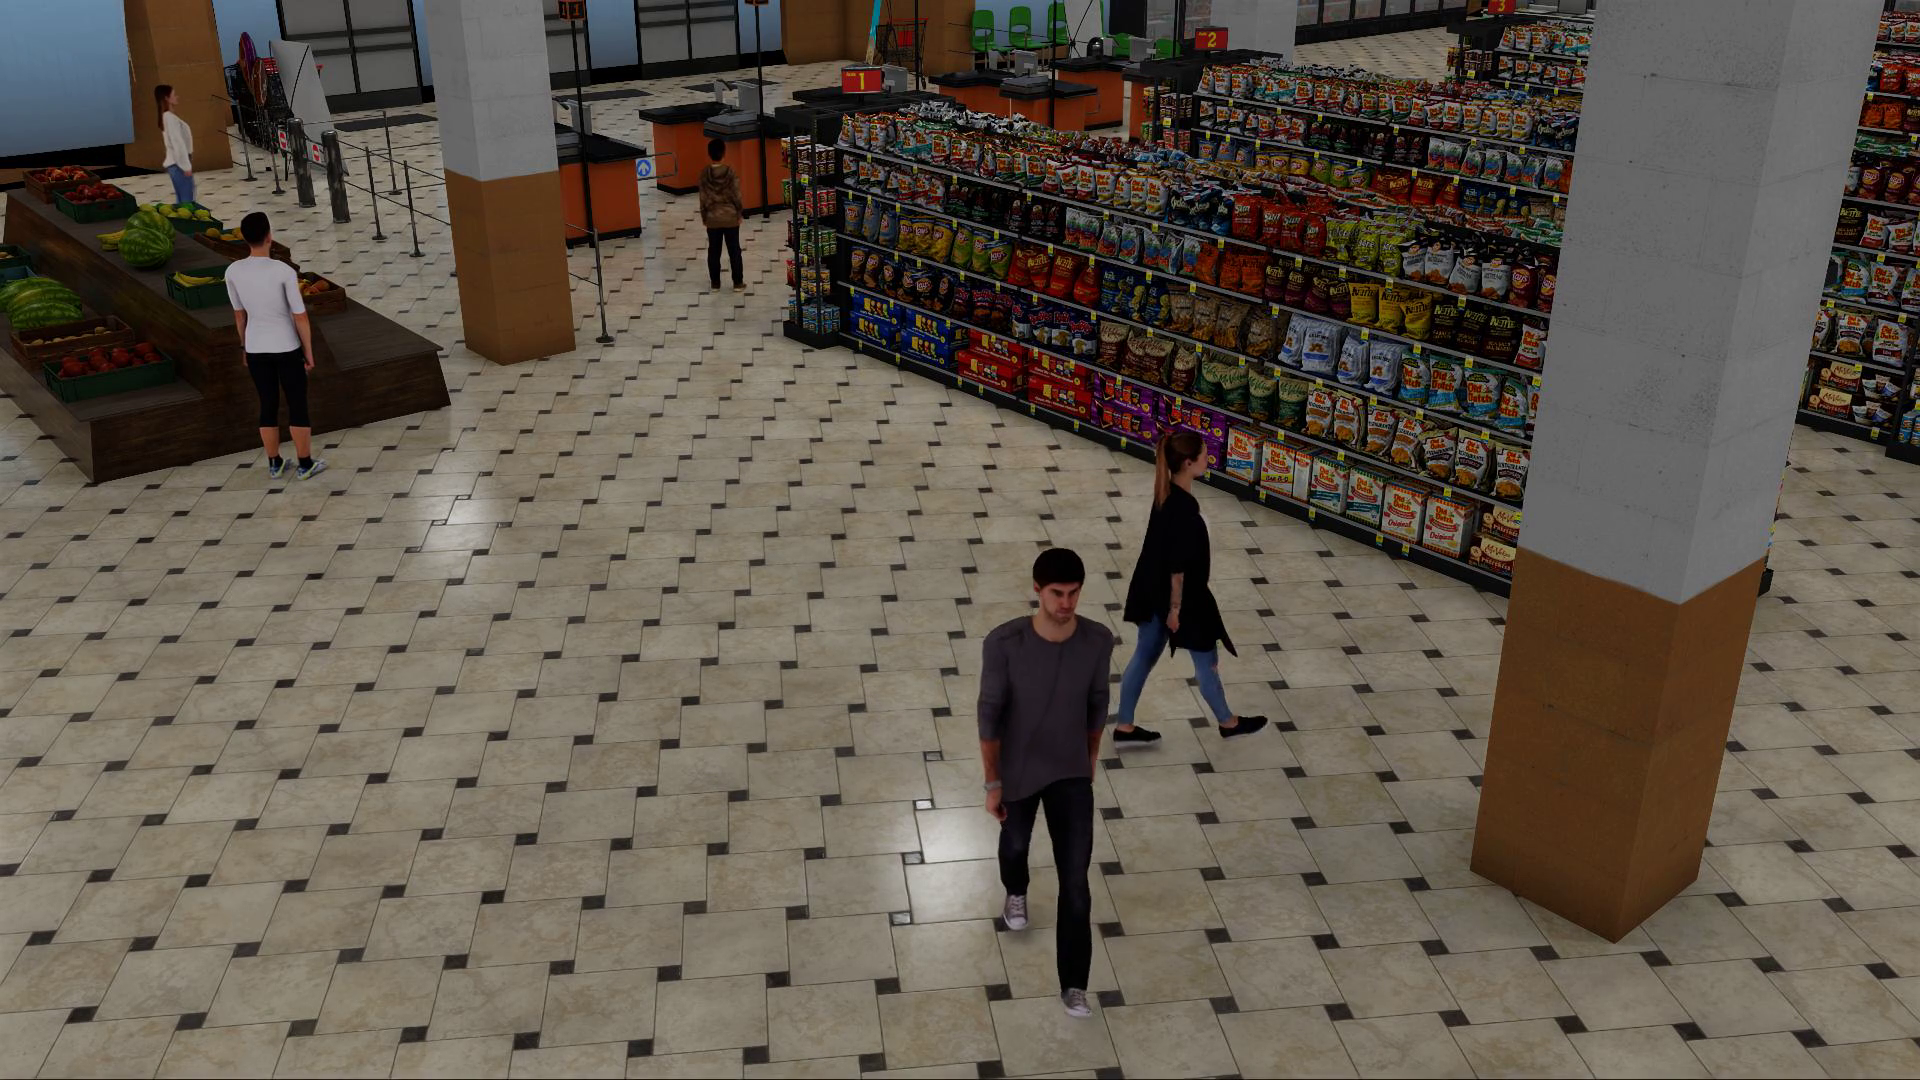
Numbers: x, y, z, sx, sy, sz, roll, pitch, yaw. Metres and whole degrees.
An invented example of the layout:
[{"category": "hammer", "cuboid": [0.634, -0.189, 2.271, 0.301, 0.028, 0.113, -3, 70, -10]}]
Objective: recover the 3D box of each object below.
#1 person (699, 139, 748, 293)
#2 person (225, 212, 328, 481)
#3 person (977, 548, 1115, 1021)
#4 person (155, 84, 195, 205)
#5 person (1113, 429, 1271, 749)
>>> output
[{"category": "person", "cuboid": [-2.286, -3.106, 15.952, 0.681, 1.455, 0.736, 1, 24, 2]}, {"category": "person", "cuboid": [-4.693, -1.312, 11.361, 0.739, 1.848, 0.782, 0, 24, 0]}, {"category": "person", "cuboid": [0.294, 0.857, 6.474, 1.122, 1.792, 1.284, -2, 24, -4]}, {"category": "person", "cuboid": [-8.278, -3.958, 17.602, 0.710, 1.693, 0.535, -14, 27, -29]}, {"category": "person", "cuboid": [0.924, 0.281, 7.963, 0.998, 1.654, 1.039, -3, 24, -7]}]
